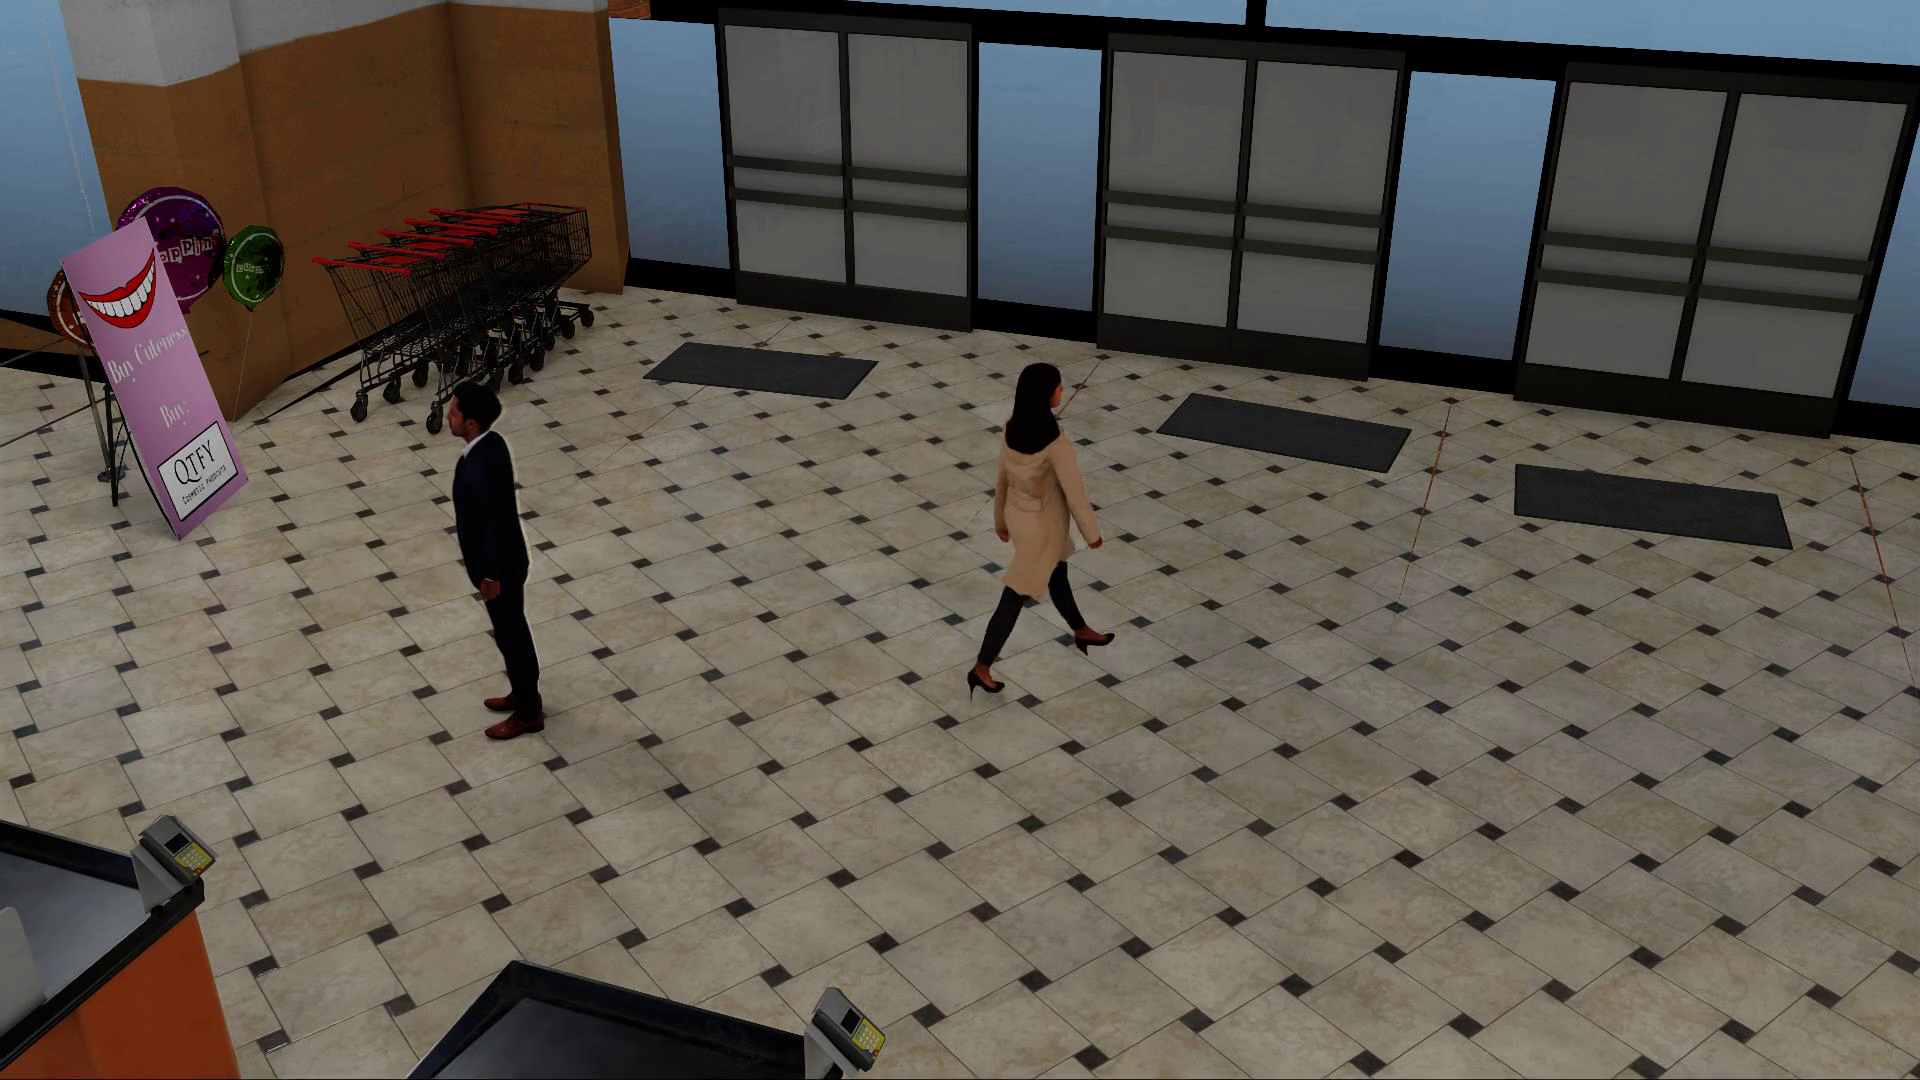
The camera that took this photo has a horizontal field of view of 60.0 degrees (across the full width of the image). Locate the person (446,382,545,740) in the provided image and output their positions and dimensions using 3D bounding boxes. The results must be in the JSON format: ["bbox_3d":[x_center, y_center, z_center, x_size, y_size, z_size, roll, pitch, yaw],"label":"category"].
[{"bbox_3d":[-2.093,0.096,7.539,0.773,1.725,0.663,-7,28,-13],"label":"person"}]

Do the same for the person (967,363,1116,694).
[{"bbox_3d":[0.287,0.018,7.797,1.156,1.632,1.062,-14,30,-26],"label":"person"}]
